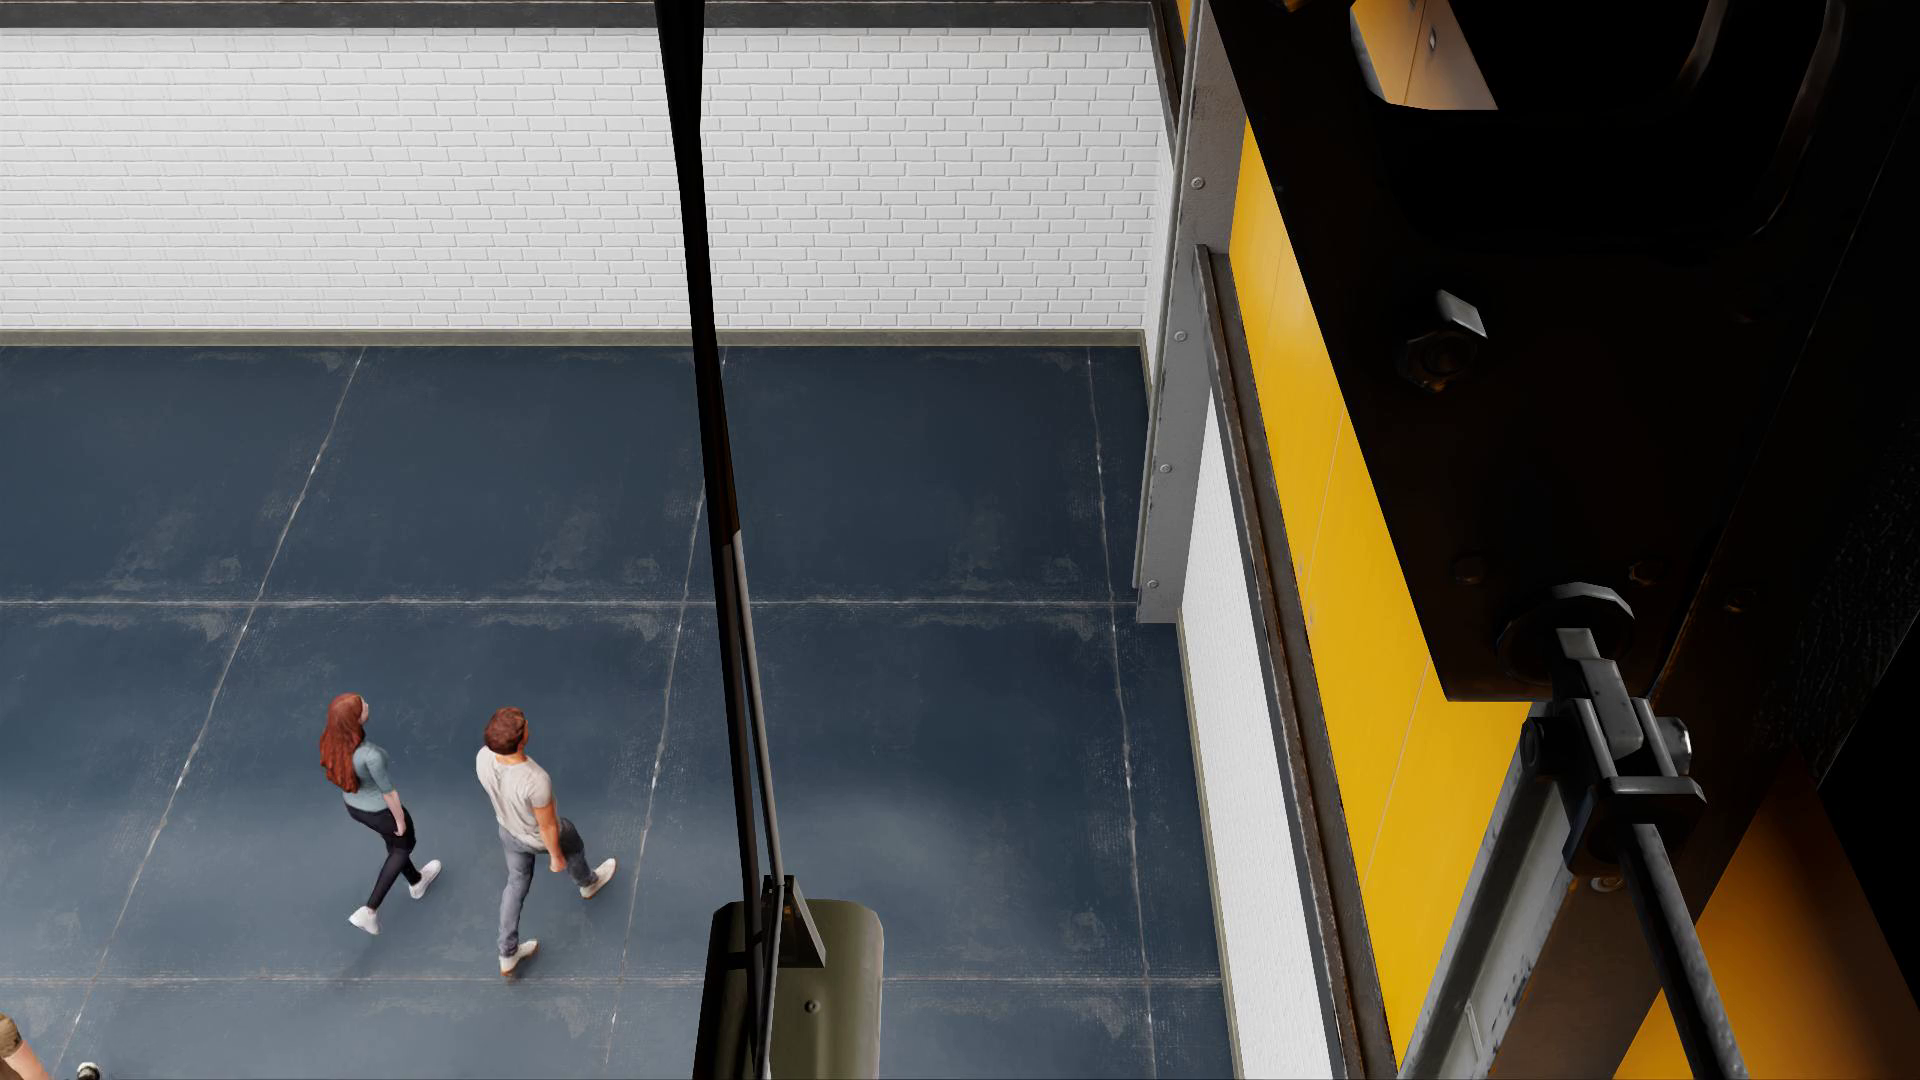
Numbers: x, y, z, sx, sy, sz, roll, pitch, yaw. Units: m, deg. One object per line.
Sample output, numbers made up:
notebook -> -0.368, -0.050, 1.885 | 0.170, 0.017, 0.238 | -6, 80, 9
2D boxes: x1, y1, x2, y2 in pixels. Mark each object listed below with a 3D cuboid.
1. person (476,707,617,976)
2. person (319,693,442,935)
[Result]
person -> -2.392, 1.639, 9.047 | 1.037, 1.857, 1.287 | 20, 47, 20
person -> -3.300, 1.543, 9.241 | 0.842, 1.728, 1.009 | 22, 48, 21
